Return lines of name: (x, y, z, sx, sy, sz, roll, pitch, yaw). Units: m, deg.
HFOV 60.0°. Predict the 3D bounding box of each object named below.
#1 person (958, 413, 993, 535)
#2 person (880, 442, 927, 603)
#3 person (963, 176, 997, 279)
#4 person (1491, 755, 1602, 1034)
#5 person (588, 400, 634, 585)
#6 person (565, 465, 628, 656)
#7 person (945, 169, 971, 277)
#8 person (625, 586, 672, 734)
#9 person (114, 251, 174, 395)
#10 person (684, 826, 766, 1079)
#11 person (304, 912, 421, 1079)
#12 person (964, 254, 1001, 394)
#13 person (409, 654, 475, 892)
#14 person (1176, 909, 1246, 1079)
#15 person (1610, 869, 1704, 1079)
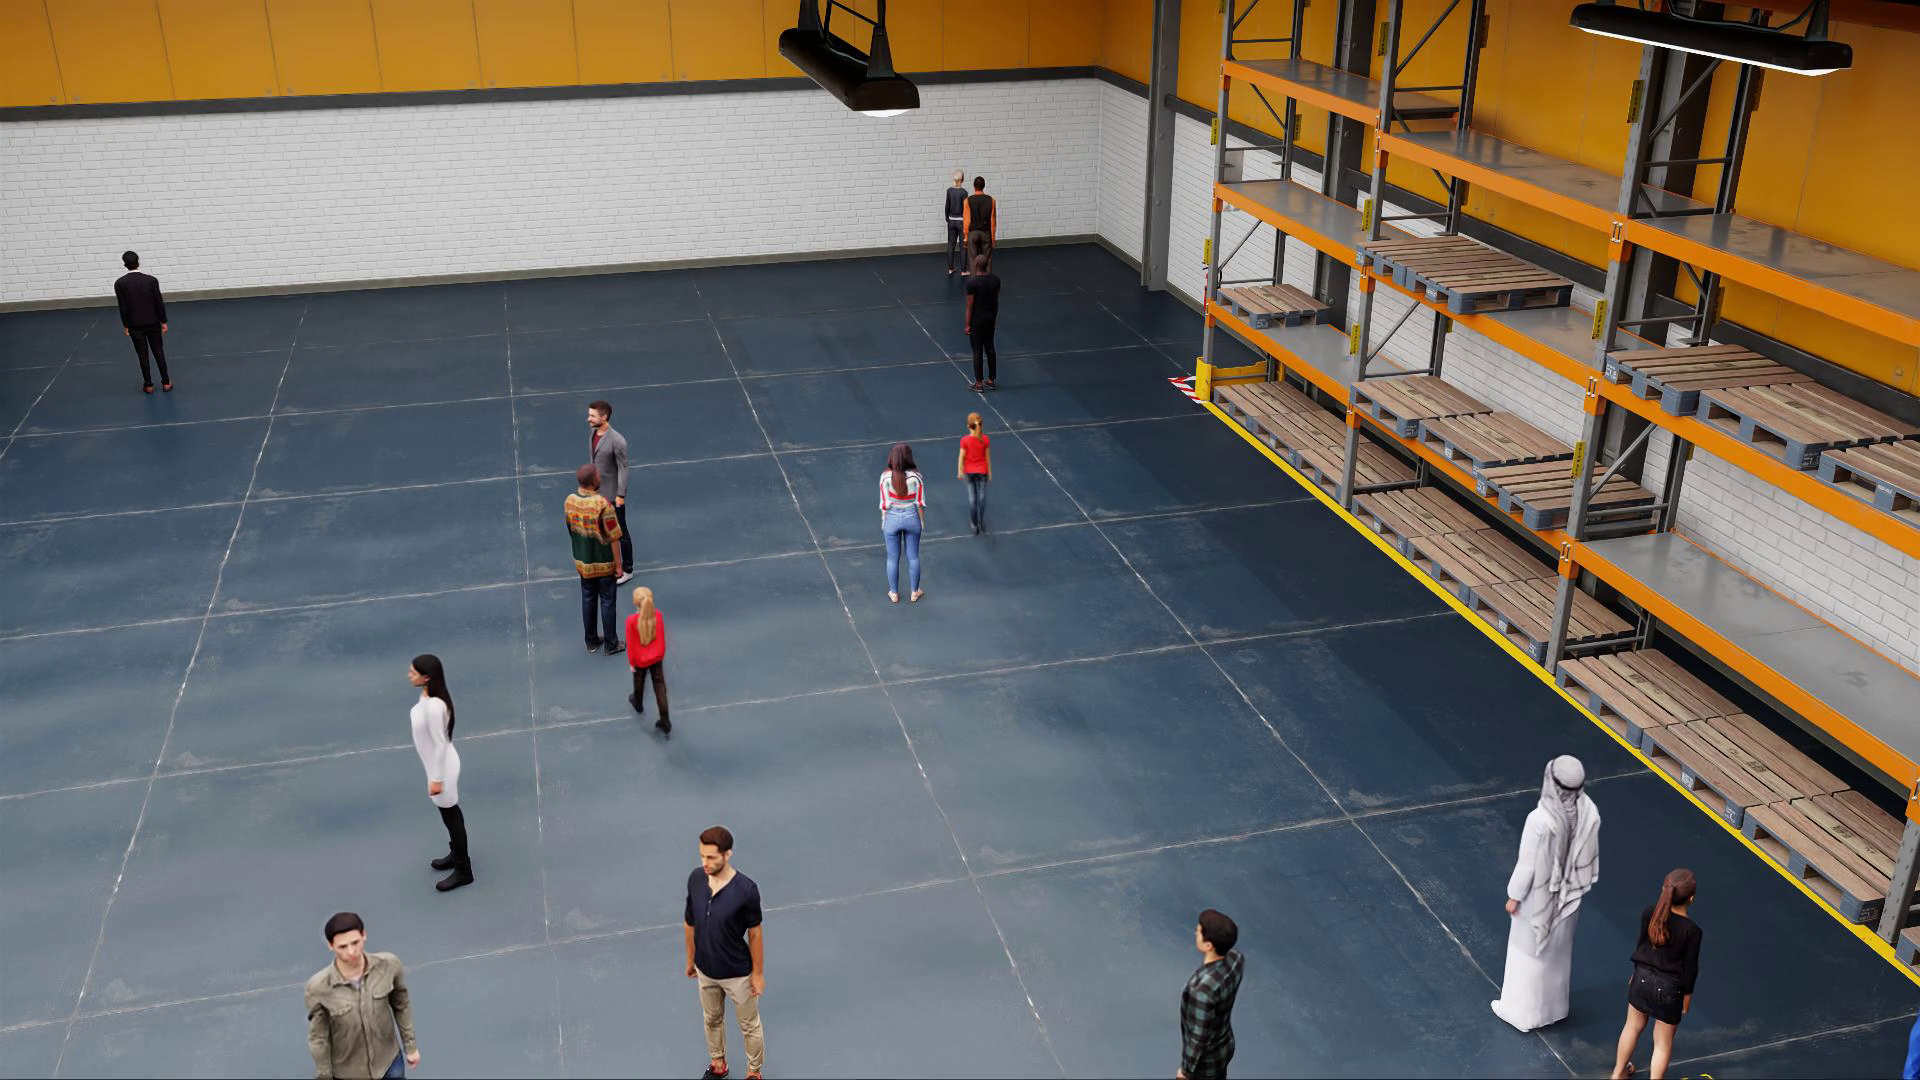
person: (0.178, -0.686, 17.540, 0.554, 1.299, 0.706, -3, 24, -6)
person: (-0.556, -0.178, 15.988, 0.641, 1.612, 0.579, -1, 24, -2)
person: (0.307, -4.734, 26.041, 0.715, 1.907, 0.639, -3, 24, -7)
person: (3.622, 2.171, 10.223, 0.692, 1.926, 0.628, -7, 25, -16)
person: (-3.465, -0.492, 16.378, 0.741, 1.874, 0.842, 19, 30, 37)
person: (-3.271, 0.172, 14.942, 0.826, 1.808, 0.873, 11, 26, 23)
person: (-0.032, -5.256, 27.463, 0.663, 1.726, 0.737, 15, 28, 30)
person: (-2.553, 1.005, 13.730, 0.667, 1.252, 0.970, -13, 27, -28)
person: (-10.691, -2.858, 21.778, 0.748, 1.884, 0.650, -13, 27, -27)
person: (-1.355, 2.460, 9.647, 0.723, 1.857, 0.734, 8, 25, 19)
person: (-3.183, 2.780, 8.906, 0.775, 1.864, 0.725, -16, 28, -32)
person: (0.290, -2.852, 21.847, 0.730, 1.819, 0.666, -15, 28, -31)
person: (-3.630, 1.604, 11.666, 0.678, 1.808, 0.478, -8, 25, -18)
person: (1.350, 2.754, 9.099, 0.760, 1.715, 0.737, 15, 28, 30)
person: (4.086, 2.595, 9.717, 0.660, 1.554, 0.565, -19, 30, -37)
